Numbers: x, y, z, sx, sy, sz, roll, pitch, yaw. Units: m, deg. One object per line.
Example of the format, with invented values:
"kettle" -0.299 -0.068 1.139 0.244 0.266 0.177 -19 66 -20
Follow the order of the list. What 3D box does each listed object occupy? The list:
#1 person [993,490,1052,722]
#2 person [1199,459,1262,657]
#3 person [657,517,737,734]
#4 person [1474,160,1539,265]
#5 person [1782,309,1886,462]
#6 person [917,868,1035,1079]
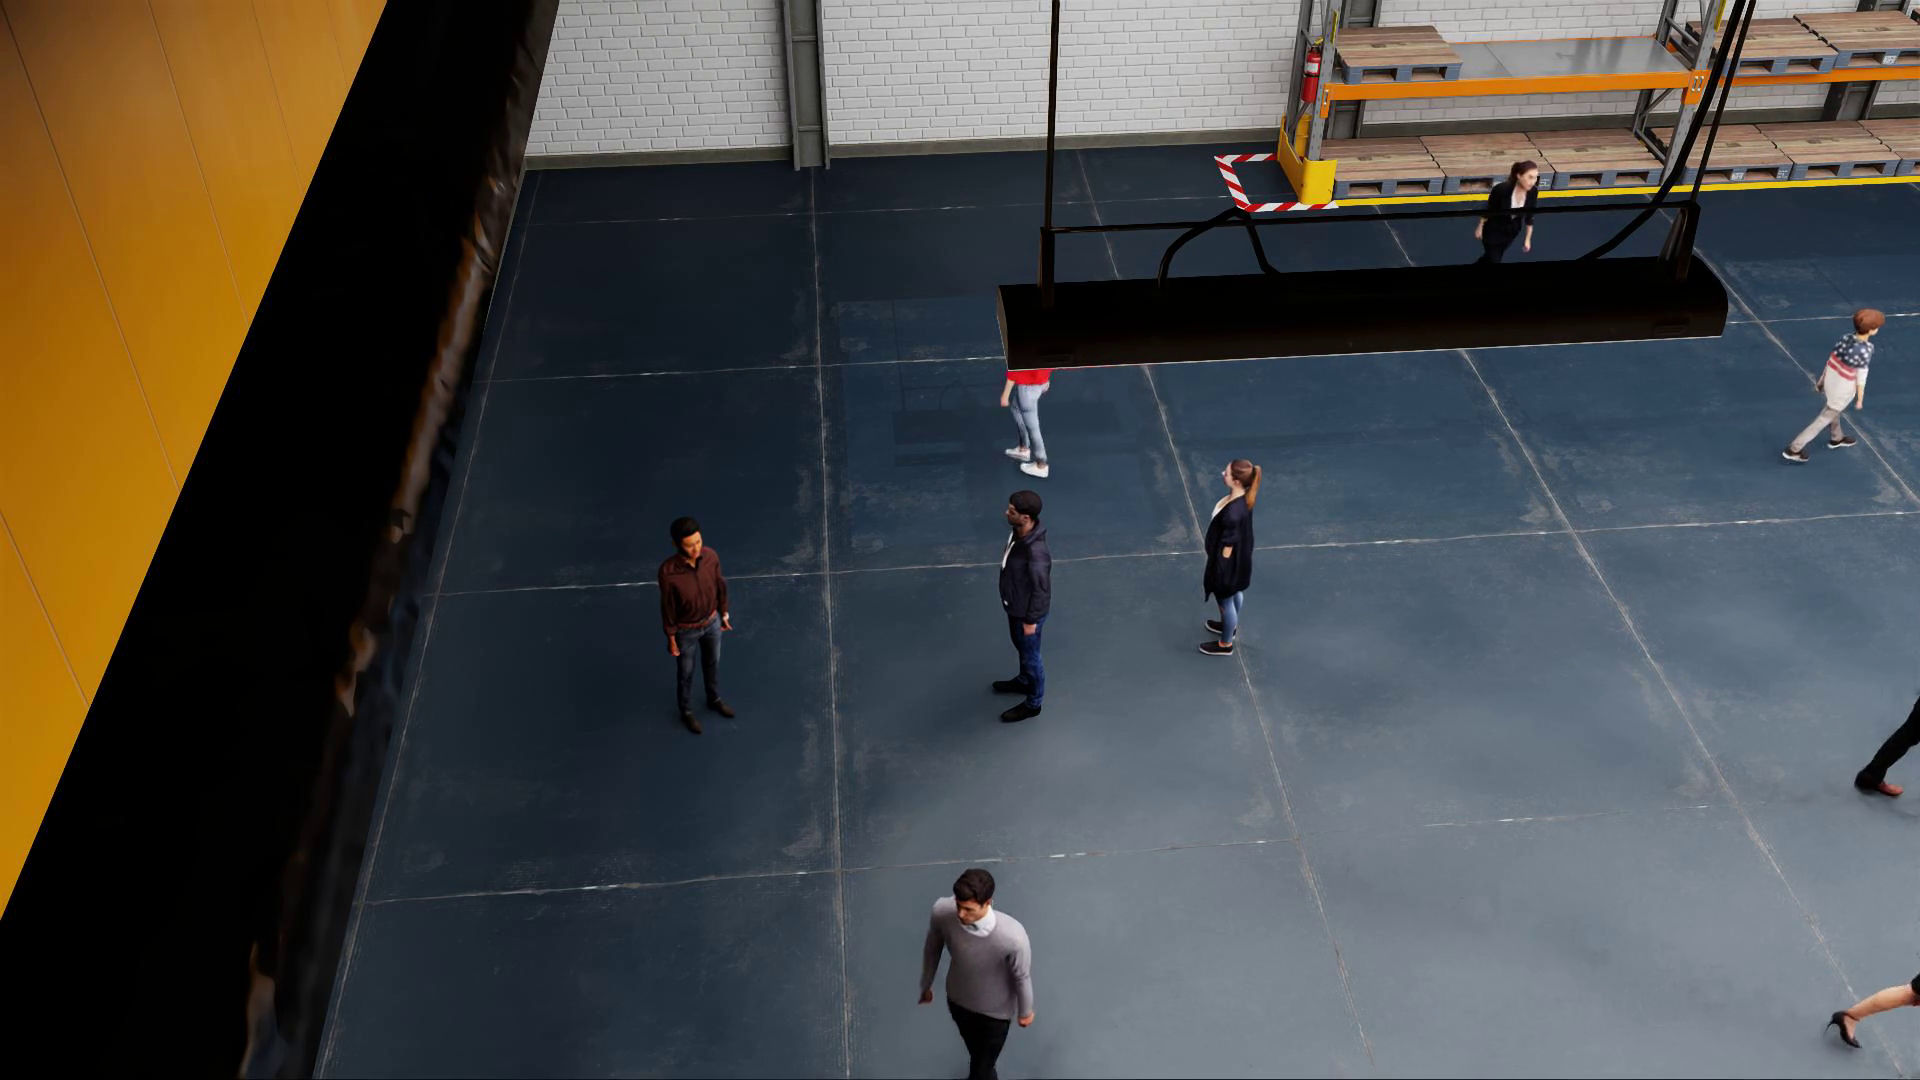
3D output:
"person" 0.459 0.425 11.271 0.586 1.894 0.687 -6 39 -8
"person" 1.933 0.121 11.821 0.717 1.683 0.716 14 41 17
"person" -1.790 0.559 11.197 0.658 1.777 0.777 -26 46 -29
"person" 5.027 -2.882 15.660 1.086 1.585 0.784 -6 39 -8
"person" 7.232 -1.254 13.765 0.993 1.404 0.603 -7 39 -8
"person" 0.158 2.353 8.844 0.902 1.909 0.986 22 44 25
